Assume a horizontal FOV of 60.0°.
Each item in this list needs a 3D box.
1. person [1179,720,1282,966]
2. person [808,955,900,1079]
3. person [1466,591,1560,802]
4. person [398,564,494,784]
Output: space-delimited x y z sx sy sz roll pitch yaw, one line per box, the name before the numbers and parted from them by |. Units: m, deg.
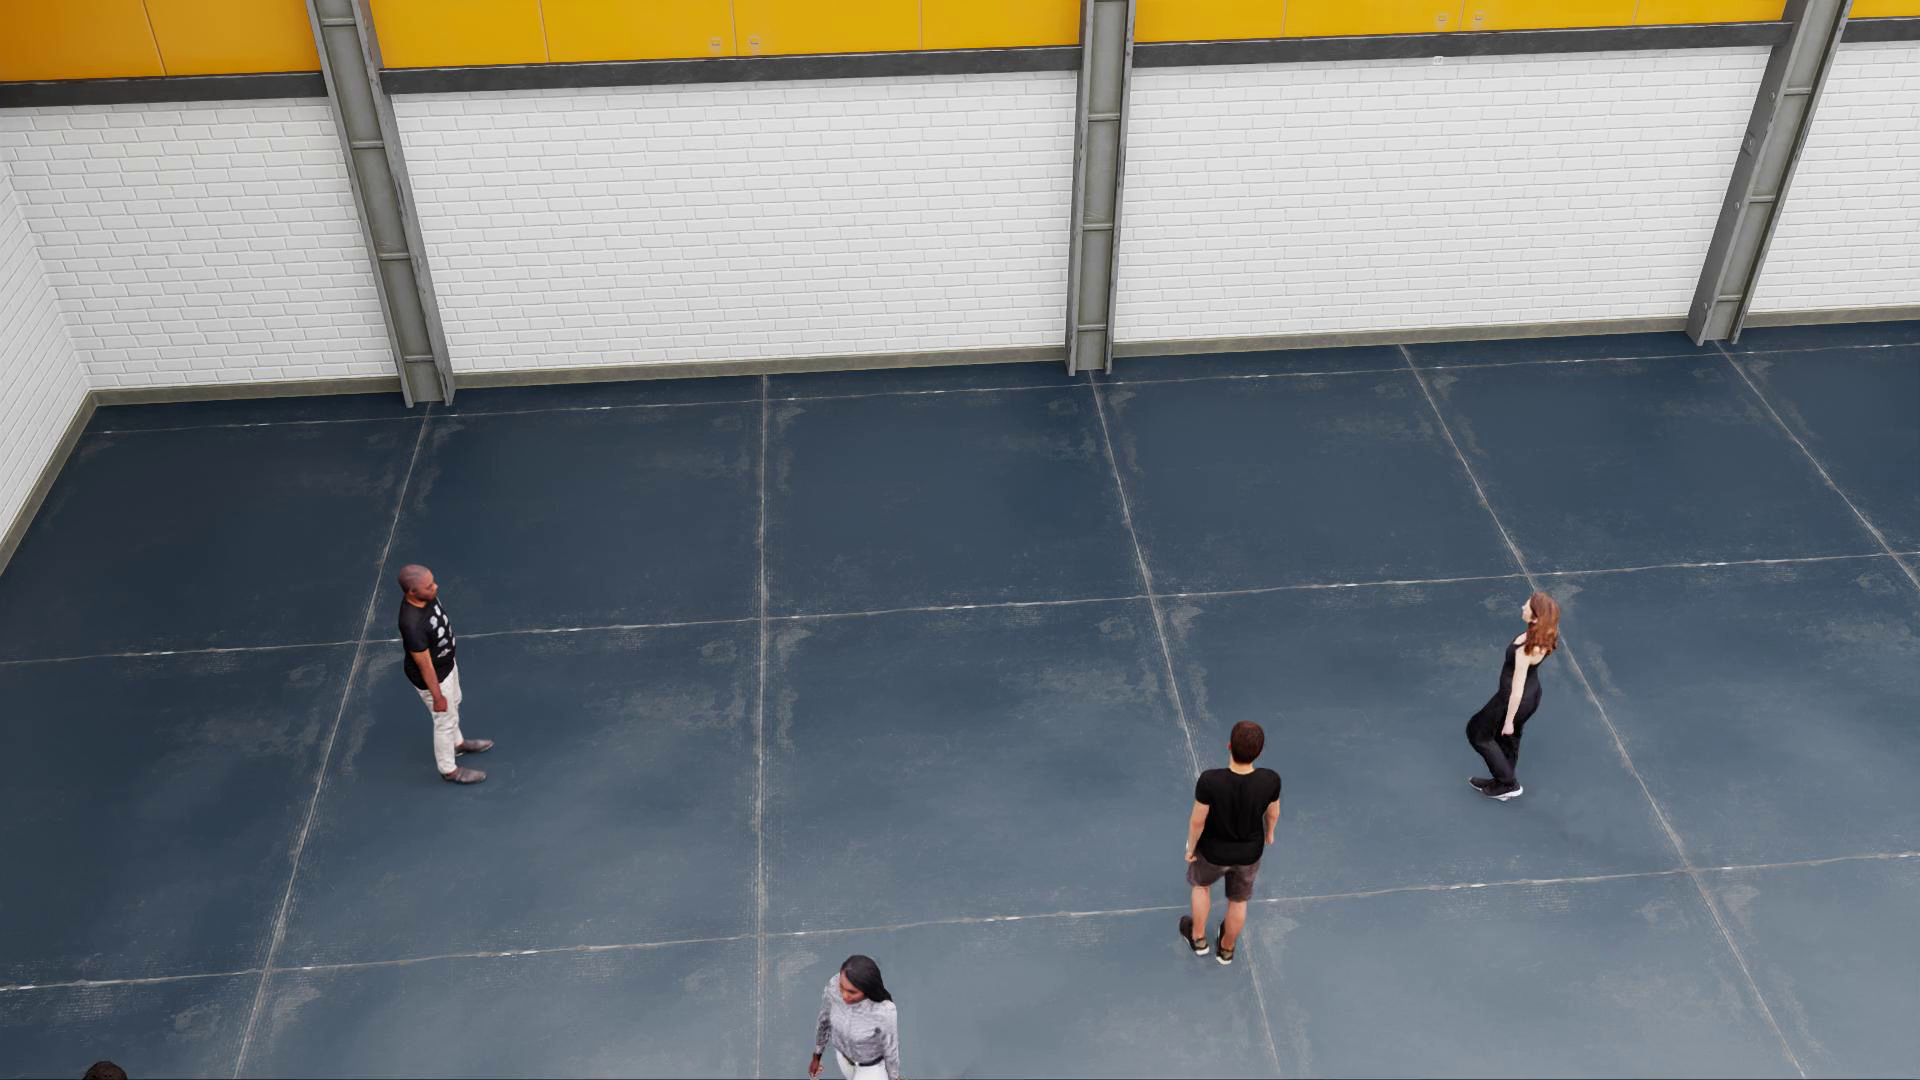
person | 1.578 1.831 9.665 0.555 1.849 0.778 0 39 1
person | -0.454 2.676 8.717 0.780 1.711 0.839 30 47 32
person | 3.666 1.062 10.718 0.828 1.735 0.766 24 44 27
person | -3.458 0.861 10.917 0.606 1.802 0.658 -5 39 -6
